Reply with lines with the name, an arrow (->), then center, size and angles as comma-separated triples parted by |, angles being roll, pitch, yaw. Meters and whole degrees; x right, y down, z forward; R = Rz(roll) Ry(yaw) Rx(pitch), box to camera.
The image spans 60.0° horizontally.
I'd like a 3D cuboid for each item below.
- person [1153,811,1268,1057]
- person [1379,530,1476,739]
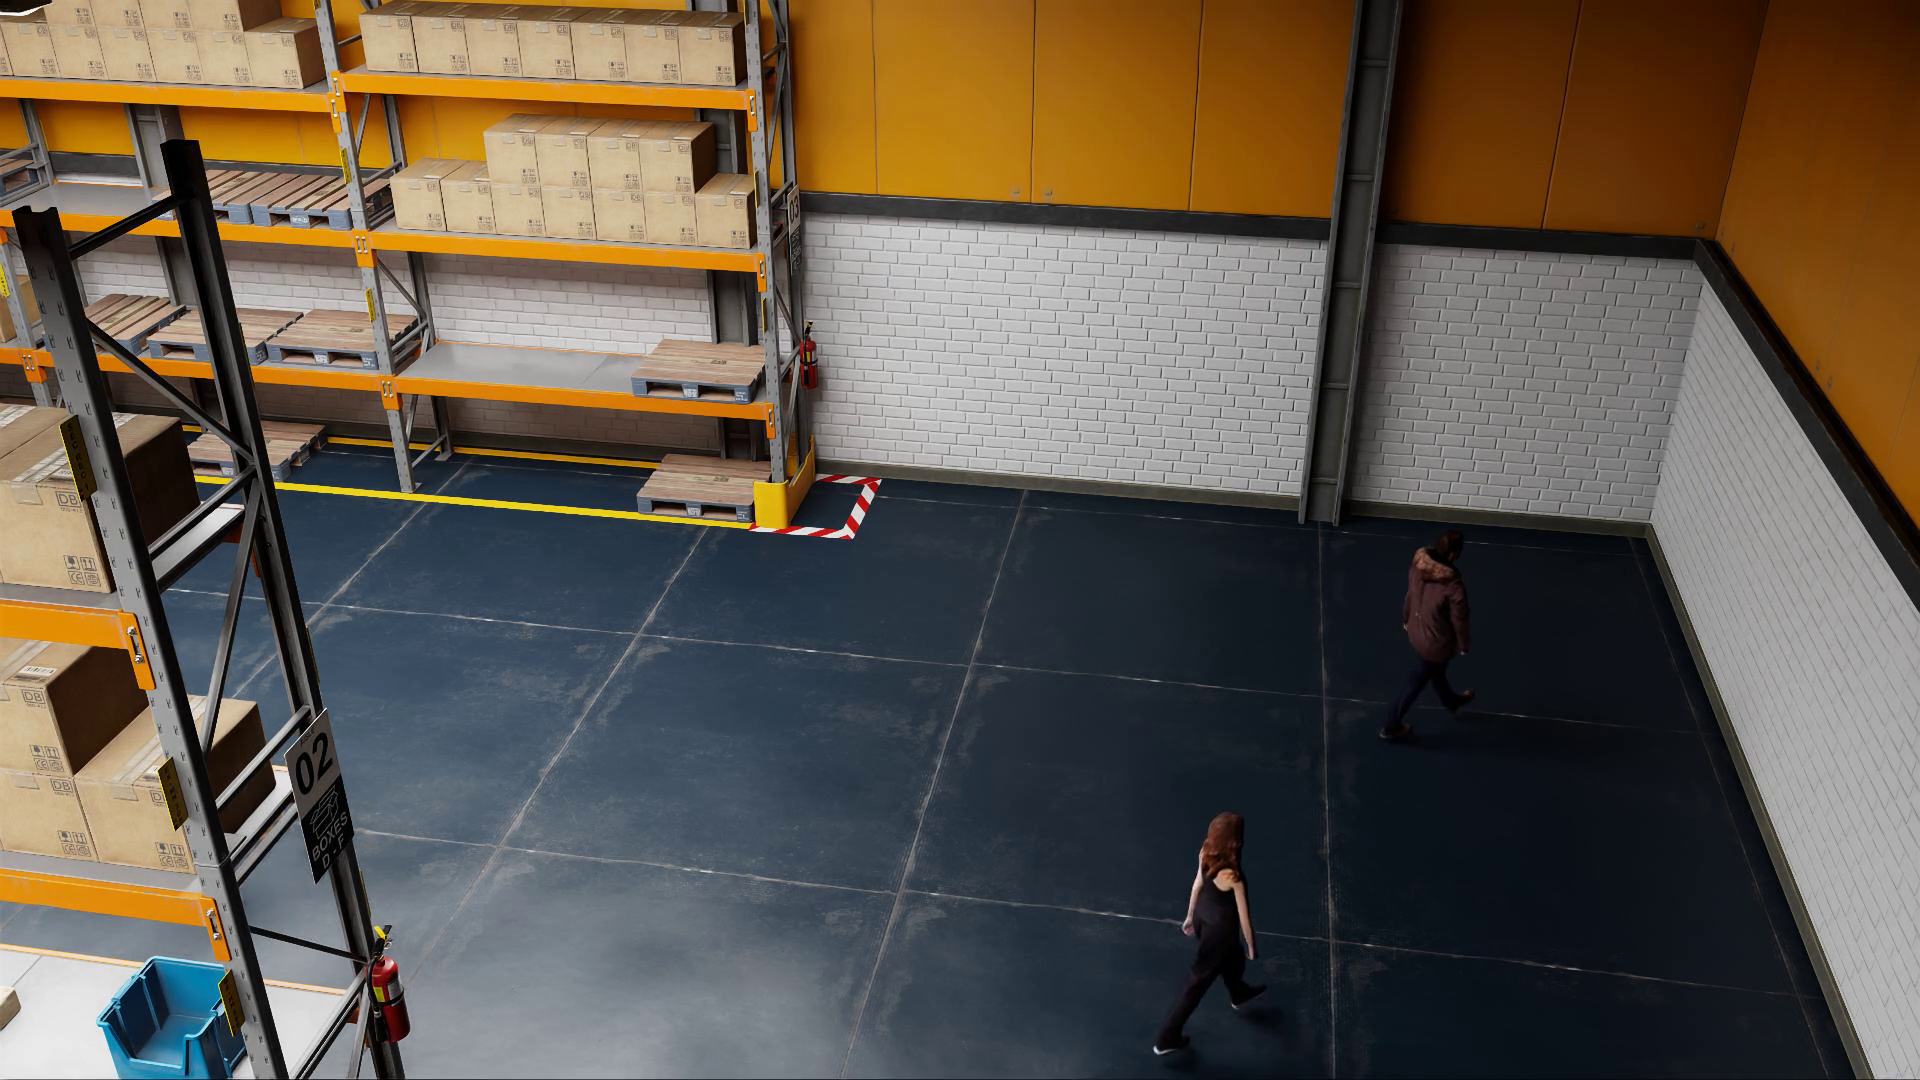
person -> 1.475, 2.428, 10.114 | 1.212, 1.694, 1.086 | -15, 32, -26
person -> 3.633, 0.786, 13.028 | 1.319, 1.785, 1.105 | -9, 30, -17
